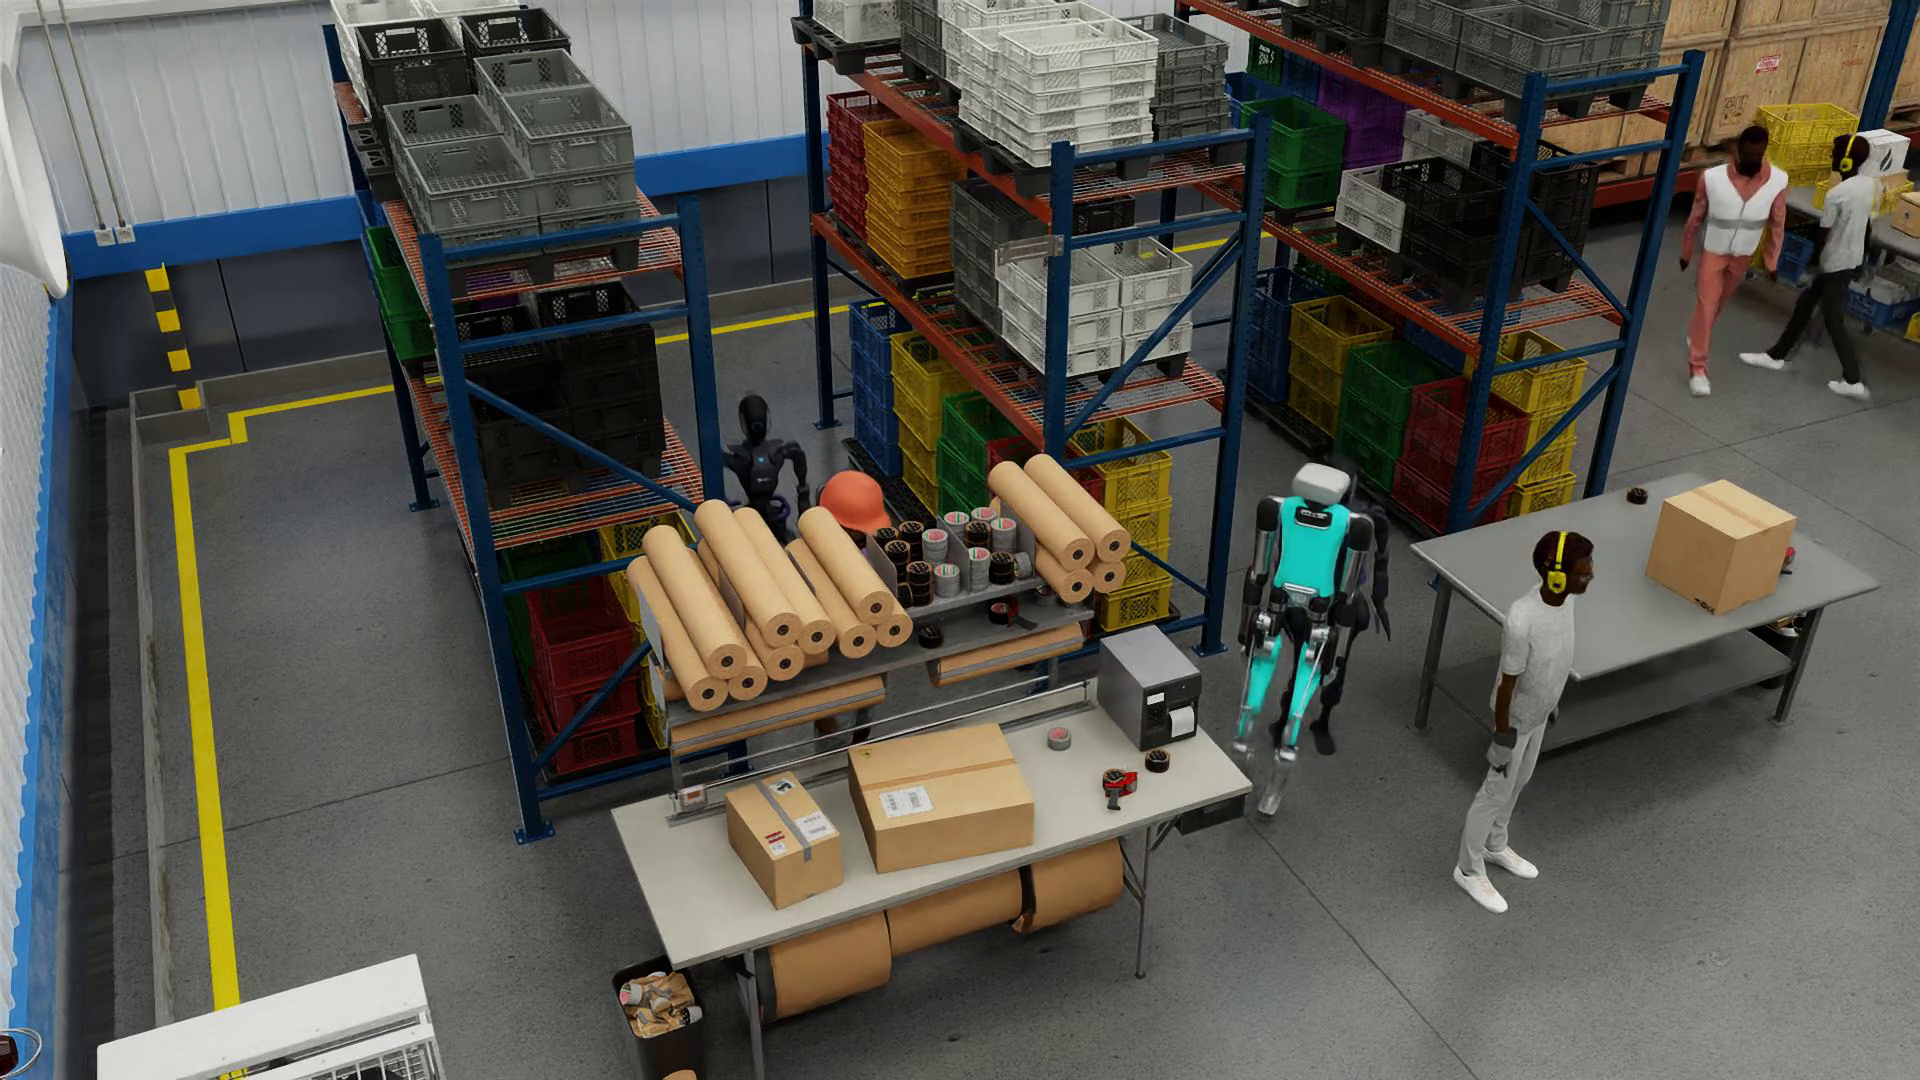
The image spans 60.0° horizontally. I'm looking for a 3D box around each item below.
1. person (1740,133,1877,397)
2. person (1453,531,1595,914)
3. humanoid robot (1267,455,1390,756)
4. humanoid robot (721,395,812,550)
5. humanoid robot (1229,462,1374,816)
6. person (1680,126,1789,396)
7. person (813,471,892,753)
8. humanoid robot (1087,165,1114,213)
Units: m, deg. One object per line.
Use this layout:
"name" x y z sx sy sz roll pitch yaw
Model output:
"person" 6.142 -1.918 11.614 0.503 1.821 0.904 -25 40 -35
"person" 2.458 0.771 7.188 0.316 1.873 0.528 26 40 36
"humanoid robot" 1.806 0.339 8.074 0.612 1.653 0.379 -2 32 -4
"humanoid robot" -1.016 0.016 8.608 0.600 1.640 0.596 -11 33 -18
"humanoid robot" 1.497 0.586 7.640 0.543 1.773 0.832 11 33 18
"person" 5.421 -2.030 11.752 0.596 1.866 0.996 3 32 5
"person" -0.470 0.589 7.334 0.386 2.034 0.604 13 34 20
"humanoid robot" 0.951 -2.233 12.308 0.788 1.633 0.595 -9 33 -14
